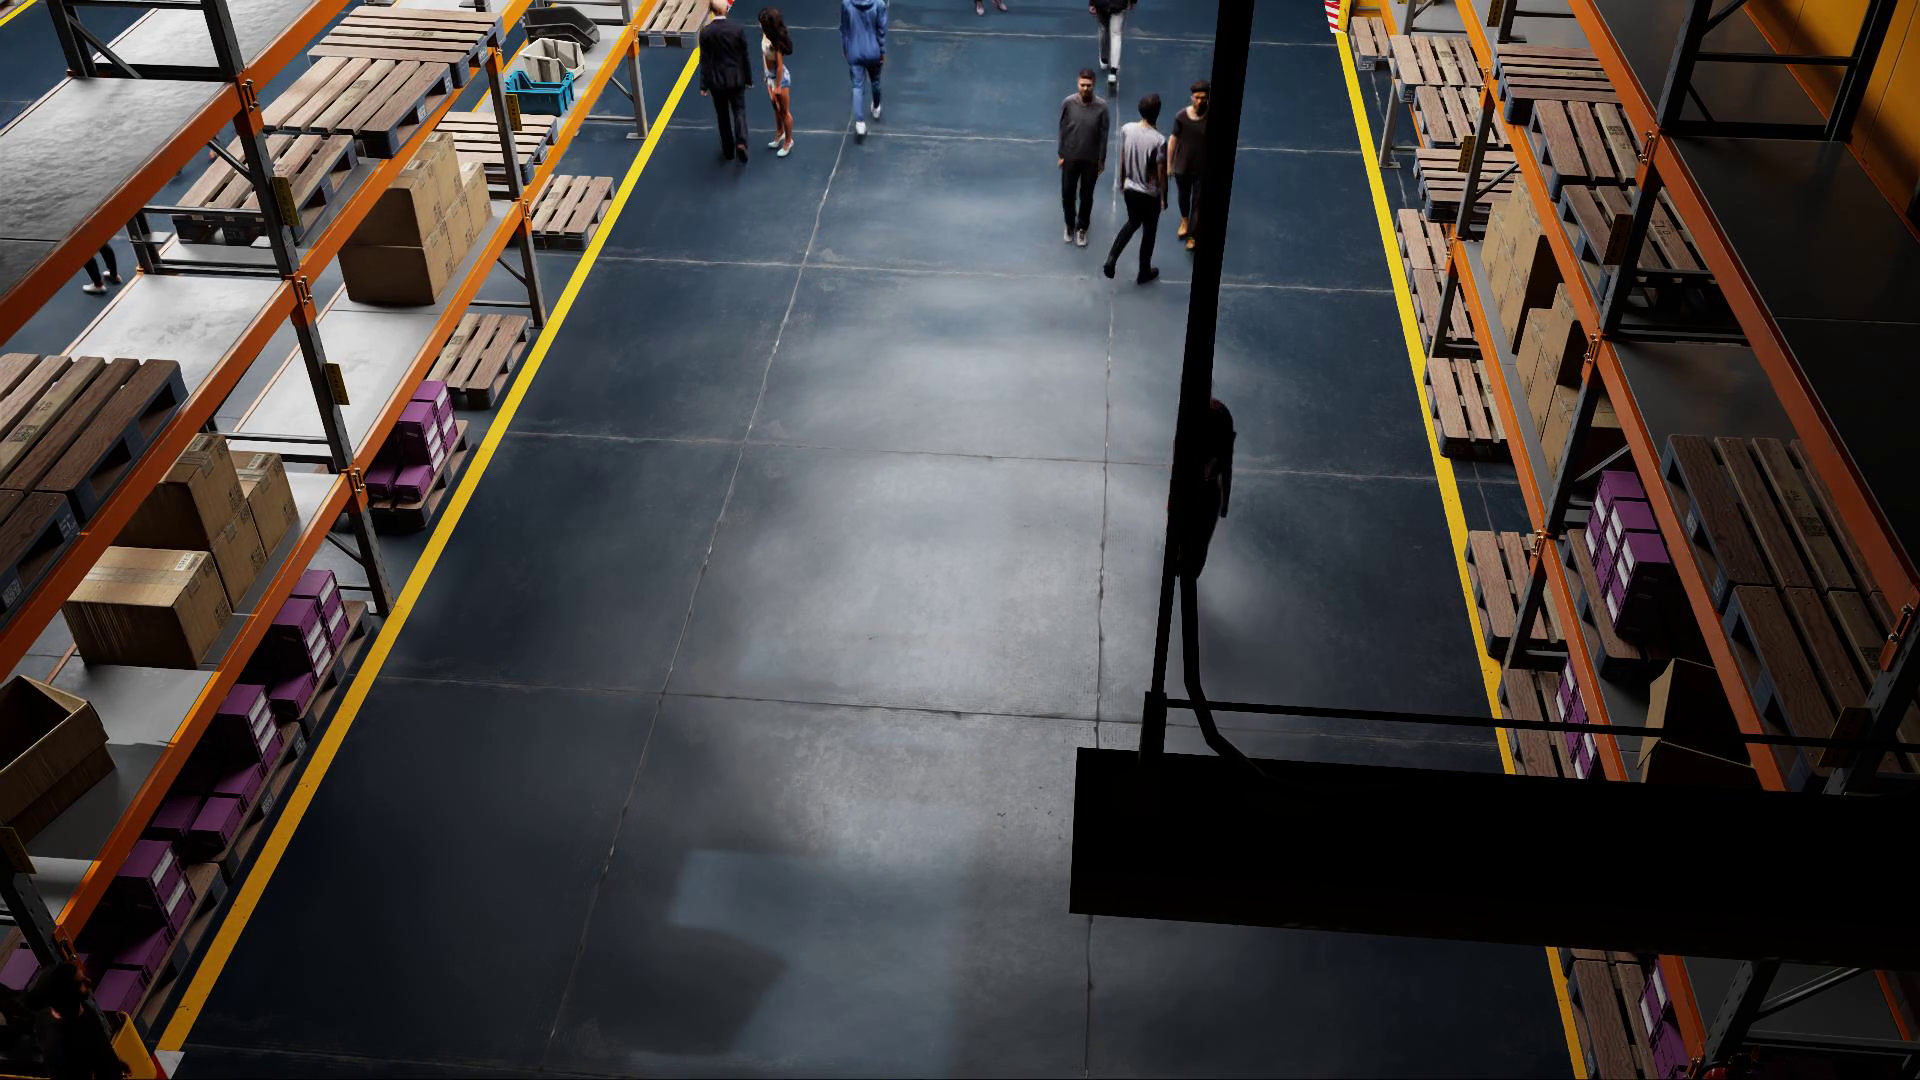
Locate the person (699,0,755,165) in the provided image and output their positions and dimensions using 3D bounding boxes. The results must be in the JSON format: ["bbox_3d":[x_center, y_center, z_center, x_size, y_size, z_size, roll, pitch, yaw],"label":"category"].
[{"bbox_3d":[-2.429,-4.748,17.344,0.886,1.781,1.044,-7,39,-9],"label":"person"}]

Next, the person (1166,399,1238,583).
[{"bbox_3d":[1.658,-0.294,11.763,0.652,1.785,0.751,-3,39,-3],"label":"person"}]

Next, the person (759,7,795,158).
[{"bbox_3d":[-1.934,-4.862,17.615,0.726,1.620,0.651,-15,41,-18],"label":"person"}]

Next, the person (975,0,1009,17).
[{"bbox_3d":[0.396,-7.535,20.793,0.754,1.830,0.753,-16,41,-19],"label":"person"}]

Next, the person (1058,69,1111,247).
[{"bbox_3d":[1.194,-3.714,16.072,0.639,1.753,0.592,6,39,7],"label":"person"}]

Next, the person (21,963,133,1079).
[{"bbox_3d":[-4.245,2.715,8.030,0.804,1.743,0.746,-27,46,-29],"label":"person"}]

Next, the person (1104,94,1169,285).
[{"bbox_3d":[1.621,-3.178,15.322,0.966,1.850,1.042,32,48,33],"label":"person"}]

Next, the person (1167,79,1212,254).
[{"bbox_3d":[2.267,-3.674,16.082,0.745,1.676,1.057,10,40,12],"label":"person"}]

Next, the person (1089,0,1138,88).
[{"bbox_3d":[1.742,-6.131,18.970,0.750,1.913,1.228,2,39,2],"label":"person"}]

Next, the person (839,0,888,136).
[{"bbox_3d":[-1.041,-5.254,17.992,0.771,1.762,1.142,0,39,0],"label":"person"}]

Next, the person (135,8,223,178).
[{"bbox_3d":[-8.126,-4.689,17.304,0.721,1.738,1.122,9,40,11],"label":"person"}]
